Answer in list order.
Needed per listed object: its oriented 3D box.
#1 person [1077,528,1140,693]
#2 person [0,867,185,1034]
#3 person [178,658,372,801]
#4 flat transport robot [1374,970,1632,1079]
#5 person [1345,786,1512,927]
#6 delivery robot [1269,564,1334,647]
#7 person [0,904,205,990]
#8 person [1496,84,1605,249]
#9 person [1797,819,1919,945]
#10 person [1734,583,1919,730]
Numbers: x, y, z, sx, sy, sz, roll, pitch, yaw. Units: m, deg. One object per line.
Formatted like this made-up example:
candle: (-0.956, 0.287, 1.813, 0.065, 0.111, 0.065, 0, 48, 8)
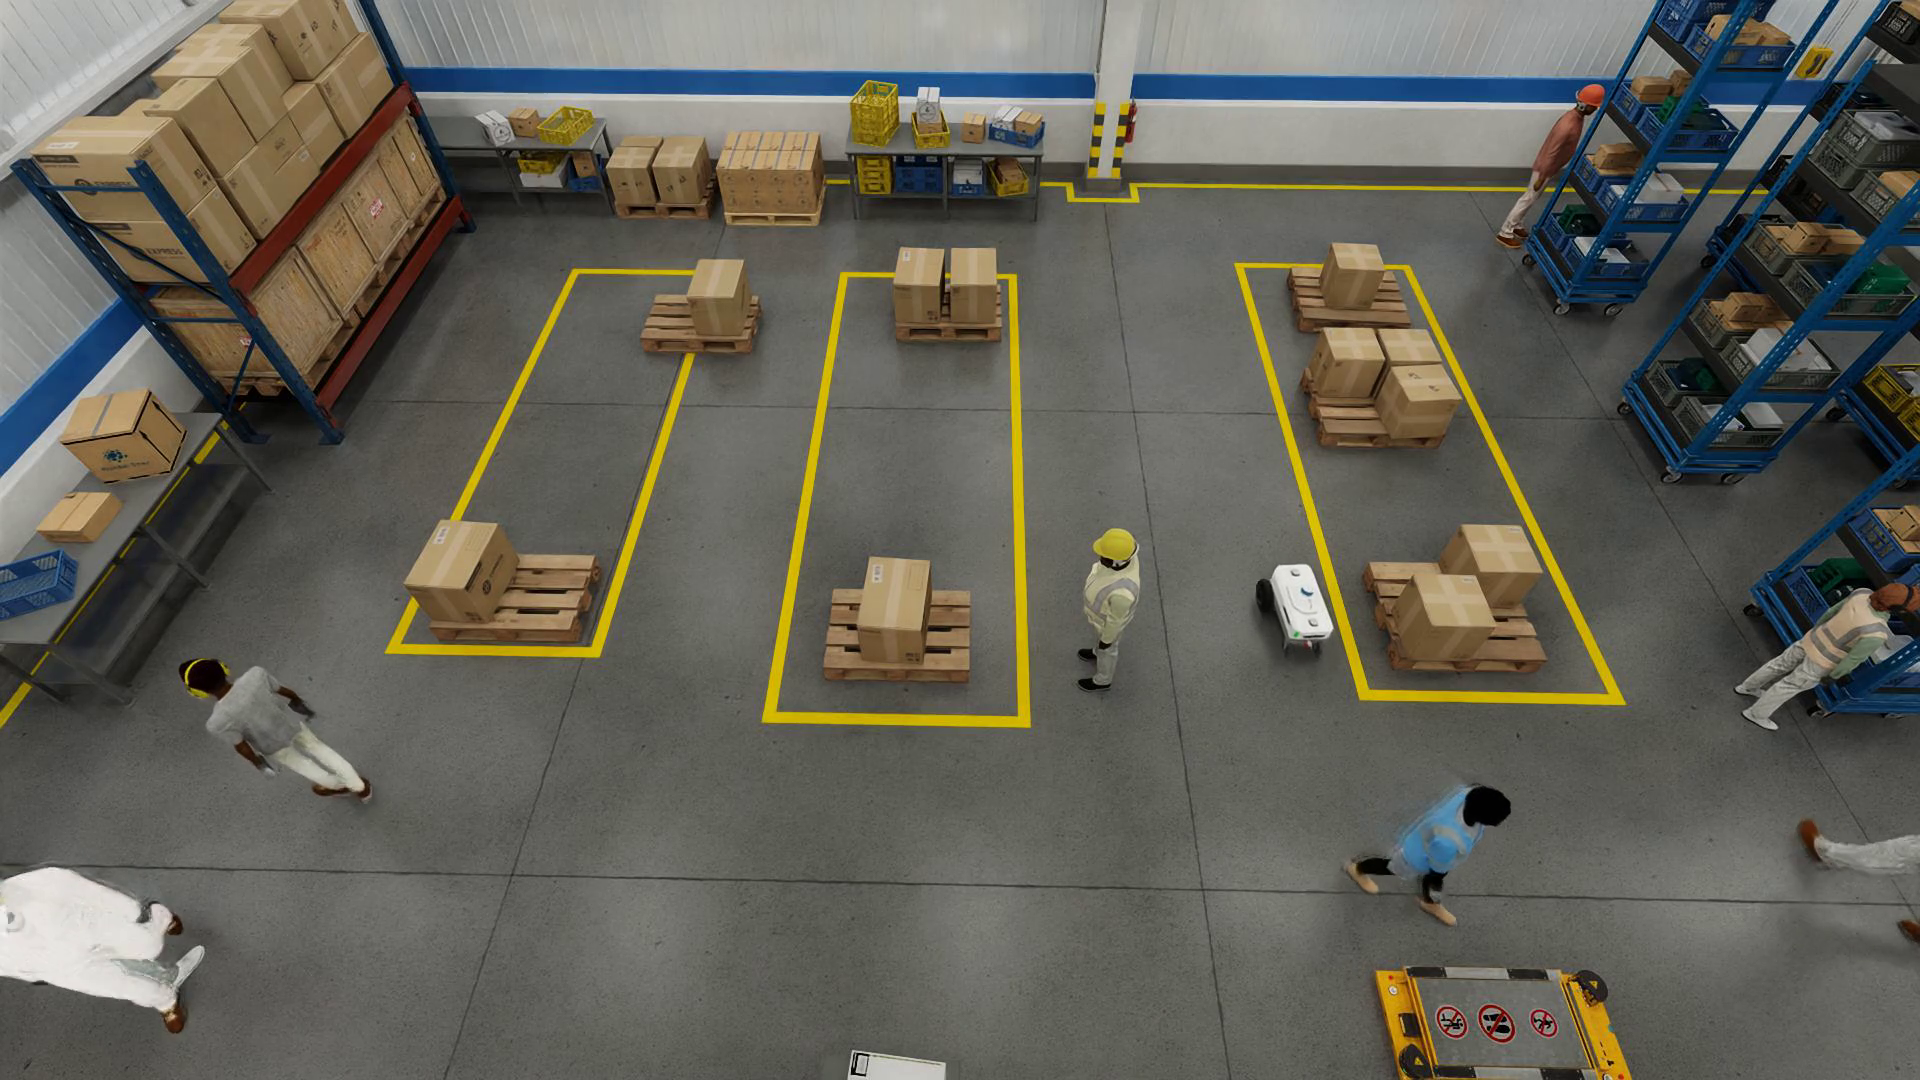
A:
person: (1.130, 0.534, 7.039, 0.403, 1.827, 0.592, 3, 51, 3)
person: (-5.325, 2.368, 5.511, 0.660, 1.884, 0.753, -33, 58, -24)
person: (-4.695, 1.352, 6.352, 0.528, 1.858, 0.533, 10, 52, 8)
flat transport robot: (3.501, 3.133, 5.914, 1.431, 0.197, 0.652, 1, 51, 1)
person: (3.091, 2.035, 5.914, 0.541, 1.658, 0.743, -35, 59, -25)
delivery robot: (2.895, 0.546, 7.782, 0.477, 0.478, 0.707, -3, 51, -2)
person: (-5.442, 2.360, 5.489, 0.588, 1.920, 0.392, 2, 51, 1)
person: (7.106, -4.474, 11.022, 0.403, 1.987, 0.608, 33, 58, 24)
person: (6.500, 1.970, 5.845, 0.619, 1.863, 1.070, -13, 52, -10)
person: (6.498, 0.851, 6.896, 0.306, 1.640, 0.522, 14, 52, 11)
